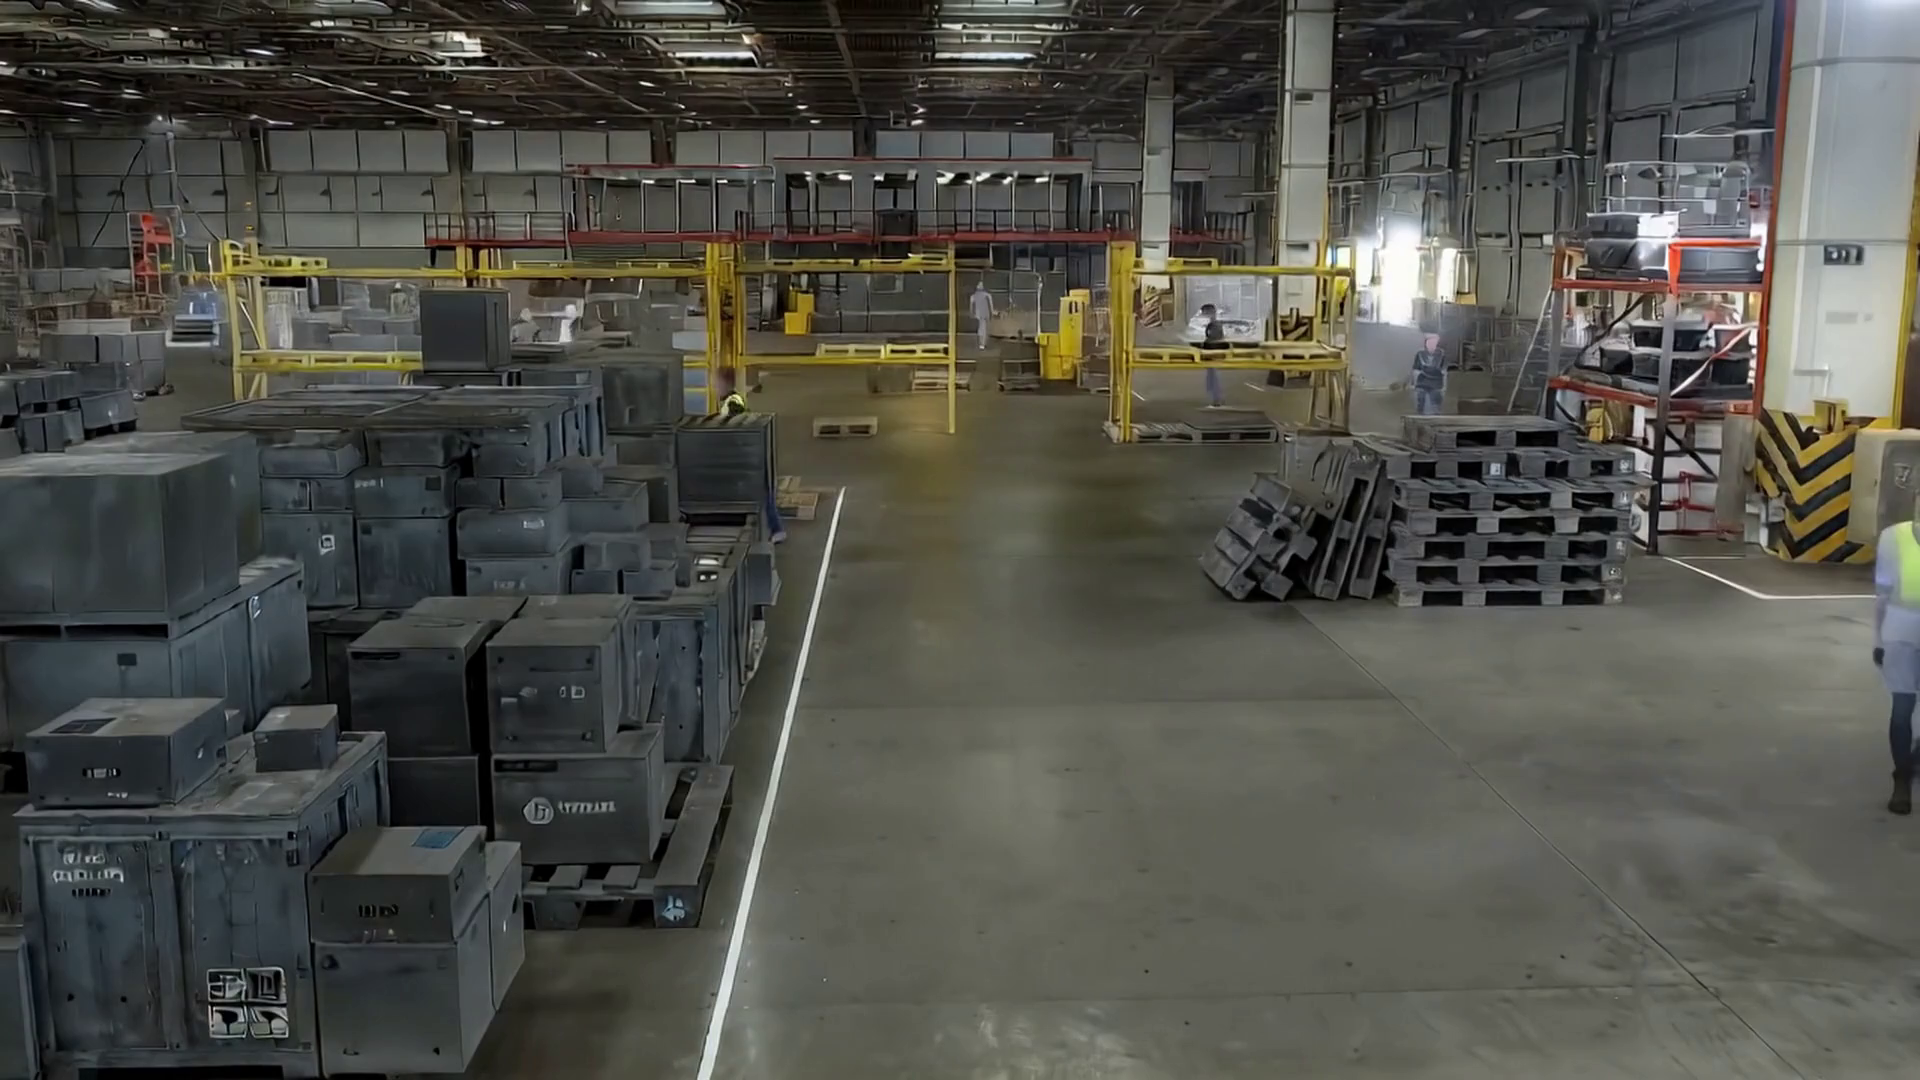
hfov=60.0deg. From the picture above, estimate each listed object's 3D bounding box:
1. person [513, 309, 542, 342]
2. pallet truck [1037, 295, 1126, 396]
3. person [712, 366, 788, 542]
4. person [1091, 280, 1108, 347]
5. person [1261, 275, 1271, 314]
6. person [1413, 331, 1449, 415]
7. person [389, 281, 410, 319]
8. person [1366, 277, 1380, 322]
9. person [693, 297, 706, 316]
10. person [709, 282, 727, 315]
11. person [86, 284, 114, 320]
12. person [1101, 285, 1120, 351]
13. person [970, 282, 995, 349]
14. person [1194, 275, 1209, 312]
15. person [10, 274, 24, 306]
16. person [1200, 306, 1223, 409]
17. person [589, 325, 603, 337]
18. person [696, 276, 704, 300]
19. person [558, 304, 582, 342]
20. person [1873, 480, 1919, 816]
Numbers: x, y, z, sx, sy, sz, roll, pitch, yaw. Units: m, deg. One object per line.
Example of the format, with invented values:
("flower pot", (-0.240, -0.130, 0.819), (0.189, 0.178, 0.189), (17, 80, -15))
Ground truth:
("person", (-7.853, -3.304, 30.354), (0.520, 1.815, 1.010), (-1, 10, -5))
("pallet truck", (2.483, -3.881, 33.060), (1.885, 1.965, 0.823), (-7, 13, -36))
("person", (-2.175, -0.798, 16.362), (0.992, 1.841, 0.580), (-1, 10, -3))
("person", (4.070, -6.559, 48.150), (0.604, 1.936, 0.411), (-2, 10, -13))
("person", (12.611, -10.267, 68.913), (0.593, 1.905, 0.682), (9, 14, 42))
("person", (7.071, -2.291, 25.035), (0.535, 1.700, 0.318), (6, 12, 29))
("person", (-16.233, -6.541, 48.167), (0.555, 1.894, 0.948), (-3, 11, -18))
("person", (14.120, -8.054, 56.765), (0.648, 1.832, 0.435), (-8, 13, -37))
("person", (-6.104, -4.845, 39.140), (0.320, 1.742, 0.492), (7, 12, 34))
("person", (-6.825, -6.302, 46.718), (0.551, 1.935, 0.375), (-2, 10, -9))
("person", (-21.351, -5.364, 41.333), (0.612, 1.995, 0.382), (-6, 12, -30))
("person", (4.180, -6.165, 46.218), (0.429, 1.843, 0.633), (-7, 13, -36))
("person", (0.642, -6.359, 47.107), (0.711, 1.906, 0.523), (0, 10, -2))
("person", (10.371, -10.751, 71.379), (0.614, 1.984, 0.409), (1, 10, 7))
("person", (-40.641, -10.790, 71.566), (0.528, 1.992, 0.680), (-1, 10, -7))
("person", (4.564, -3.298, 30.123), (0.430, 1.890, 0.639), (5, 11, 25))
("person", (-4.895, -1.944, 22.532), (0.591, 1.909, 0.409), (-2, 10, -9))
("person", (-10.617, -10.000, 67.526), (0.719, 1.866, 0.583), (-1, 10, -3))
("person", (-7.779, -3.812, 33.263), (0.535, 1.798, 0.980), (5, 11, 27))
("person", (5.206, 0.505, 8.941), (0.553, 1.900, 0.732), (7, 12, 33))
